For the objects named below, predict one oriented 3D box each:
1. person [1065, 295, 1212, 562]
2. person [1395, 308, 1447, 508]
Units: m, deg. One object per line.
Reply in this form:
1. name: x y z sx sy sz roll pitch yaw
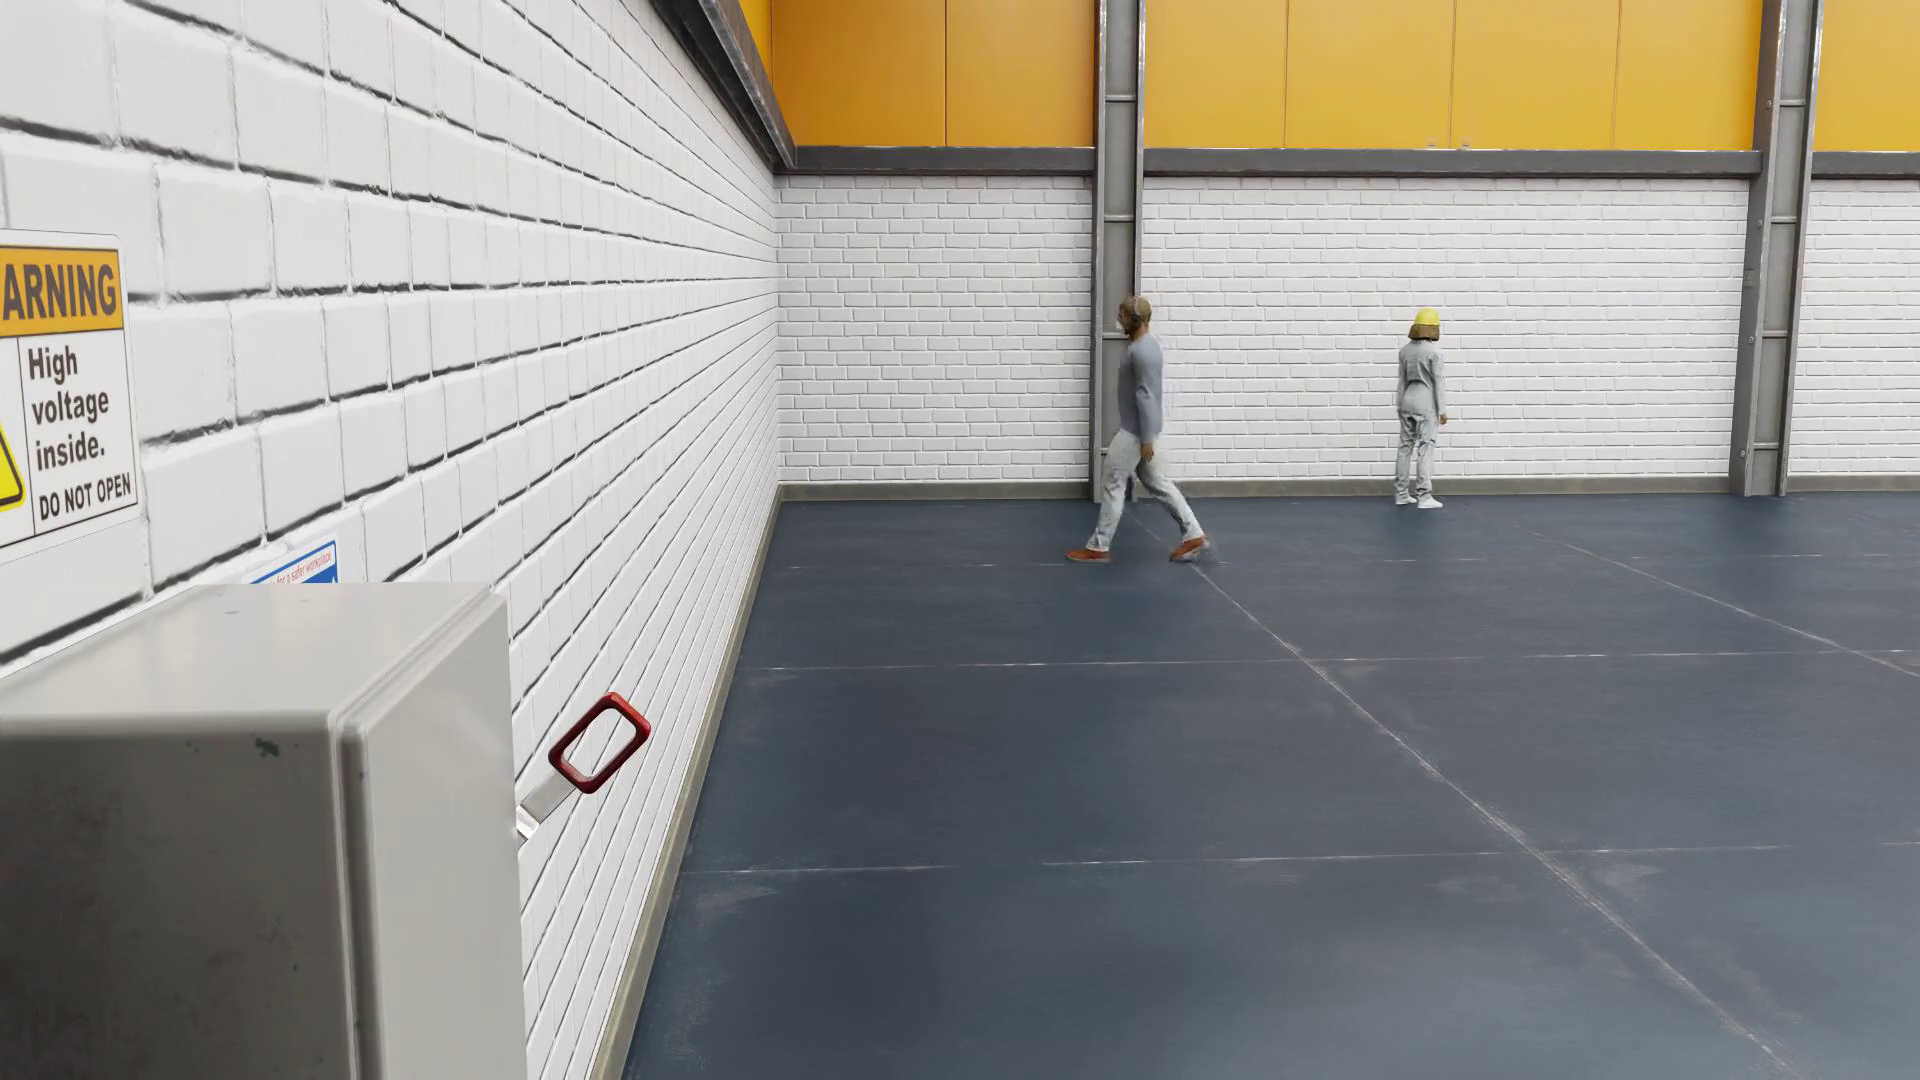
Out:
1. person: 1.293 -0.766 11.644 1.009 1.897 0.647 1 9 8
2. person: 4.037 -1.150 14.537 0.309 1.739 0.492 -5 11 -31
